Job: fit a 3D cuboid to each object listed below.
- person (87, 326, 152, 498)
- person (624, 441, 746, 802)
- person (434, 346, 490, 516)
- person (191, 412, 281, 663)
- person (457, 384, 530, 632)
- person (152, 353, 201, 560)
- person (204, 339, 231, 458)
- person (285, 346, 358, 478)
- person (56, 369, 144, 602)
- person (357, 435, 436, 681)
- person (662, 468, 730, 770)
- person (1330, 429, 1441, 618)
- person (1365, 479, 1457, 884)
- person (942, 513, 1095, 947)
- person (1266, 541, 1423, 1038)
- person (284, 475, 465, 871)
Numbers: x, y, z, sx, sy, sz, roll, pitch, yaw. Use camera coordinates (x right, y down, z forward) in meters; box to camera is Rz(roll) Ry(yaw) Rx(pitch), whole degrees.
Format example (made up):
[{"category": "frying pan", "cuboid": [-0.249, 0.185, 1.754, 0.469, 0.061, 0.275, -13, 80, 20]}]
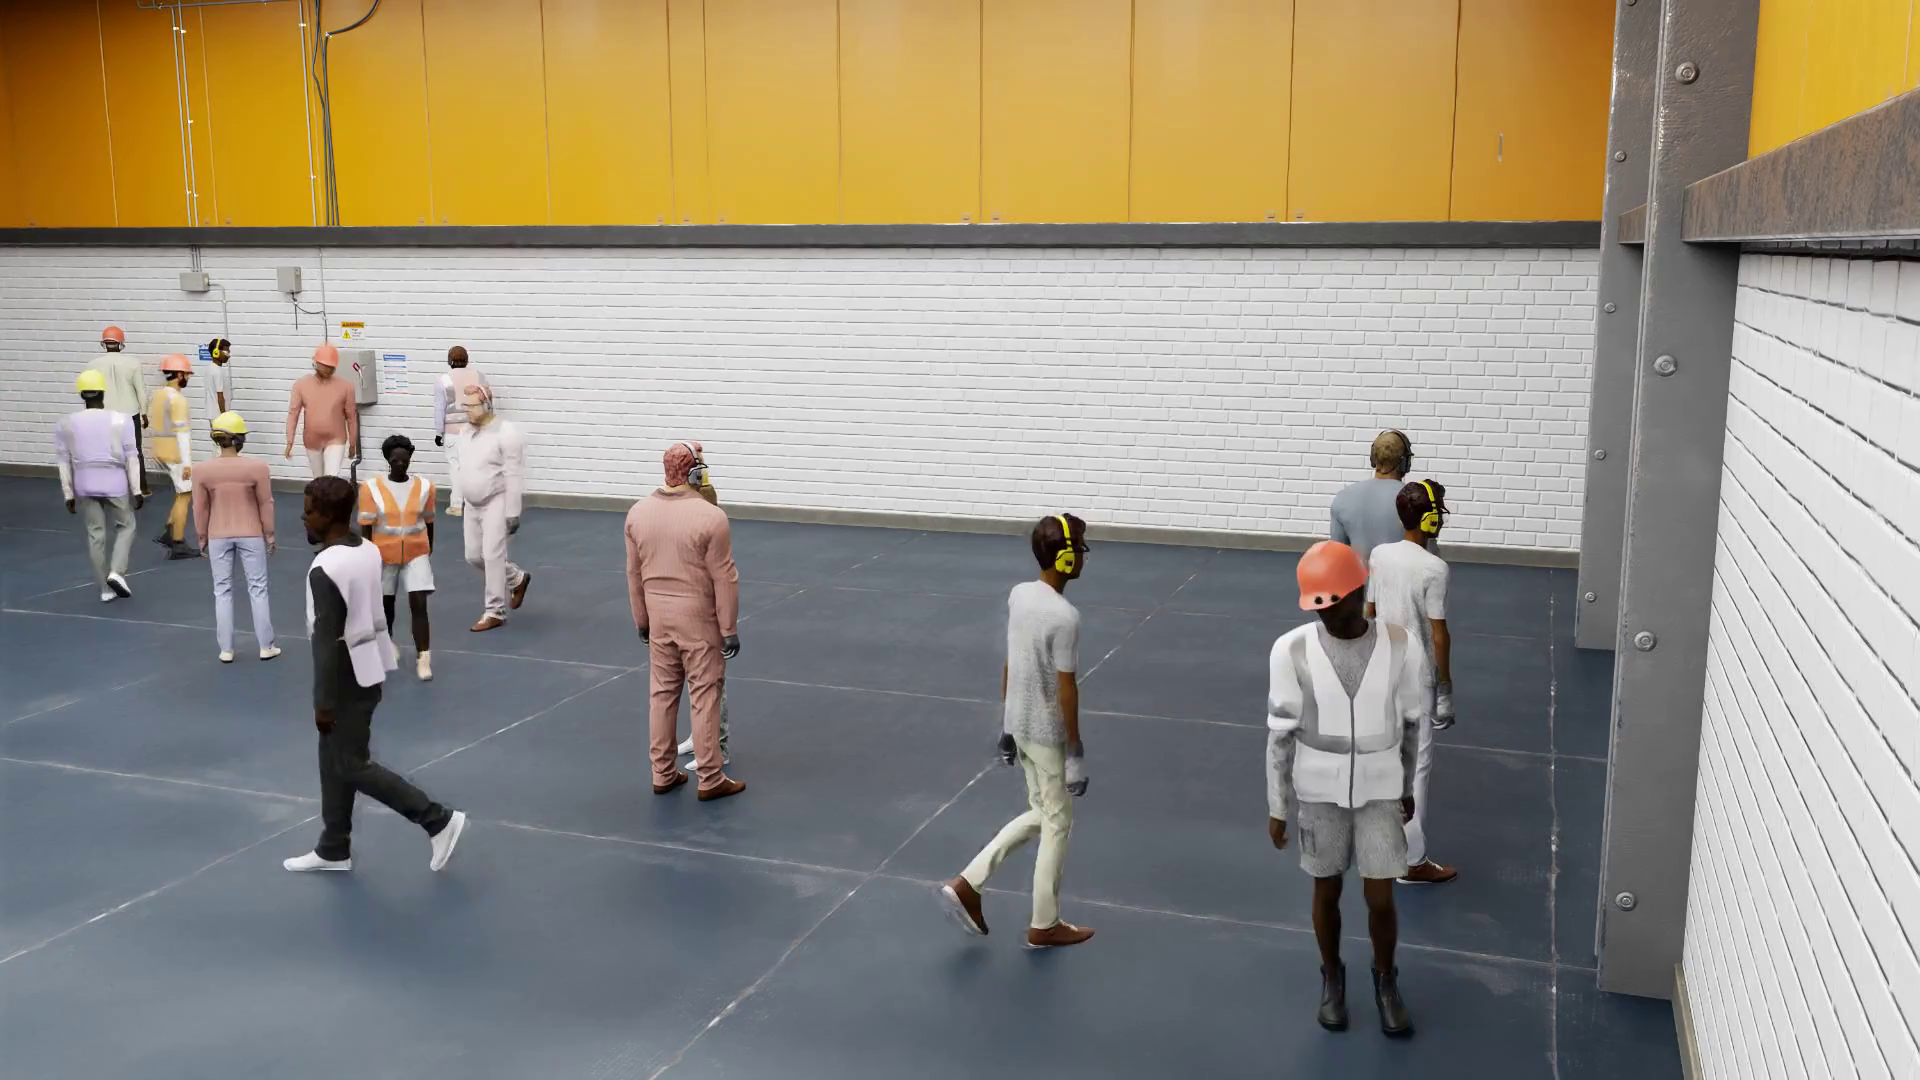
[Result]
[{"category": "person", "cuboid": [-9.682, -1.460, 19.168, 0.611, 1.996, 0.379, -3, 11, -17]}, {"category": "person", "cuboid": [-1.432, 0.426, 8.796, 0.652, 1.906, 0.408, 5, 11, 26]}, {"category": "person", "cuboid": [-5.411, -1.187, 18.064, 0.634, 1.842, 0.429, -8, 13, -39]}, {"category": "person", "cuboid": [-5.085, -0.014, 11.683, 0.526, 1.765, 0.329, -3, 10, -14]}, {"category": "person", "cuboid": [-3.571, -0.268, 12.786, 0.643, 1.882, 0.655, 6, 12, 32]}, {"category": "person", "cuboid": [-7.327, -0.788, 15.598, 0.562, 1.915, 0.439, 9, 14, 42]}, {"category": "person", "cuboid": [-8.462, -1.373, 19.056, 0.336, 1.865, 0.521, -7, 12, -34]}, {"category": "person", "cuboid": [-6.384, -0.978, 16.666, 0.638, 1.923, 1.077, -2, 10, -8]}, {"category": "person", "cuboid": [-7.011, -0.433, 13.594, 0.605, 1.916, 0.421, -2, 10, -14]}, {"category": "person", "cuboid": [-3.851, 0.089, 11.399, 0.531, 1.659, 0.869, -5, 11, -27]}, {"category": "person", "cuboid": [-1.491, 0.413, 9.332, 0.306, 1.743, 0.494, -5, 11, -26]}, {"category": "person", "cuboid": [2.312, 0.362, 9.067, 0.627, 1.940, 0.372, 8, 13, 39]}, {"category": "person", "cuboid": [2.083, 0.648, 7.663, 0.320, 1.866, 0.533, -6, 11, -28]}, {"category": "person", "cuboid": [0.277, 0.808, 6.817, 0.560, 1.850, 0.543, -4, 11, -22]}, {"category": "person", "cuboid": [1.392, 0.916, 6.088, 0.557, 1.888, 0.548, 1, 10, 7]}, {"category": "person", "cuboid": [-2.735, 0.637, 7.644, 0.811, 1.899, 0.593, 0, 10, -2]}]
